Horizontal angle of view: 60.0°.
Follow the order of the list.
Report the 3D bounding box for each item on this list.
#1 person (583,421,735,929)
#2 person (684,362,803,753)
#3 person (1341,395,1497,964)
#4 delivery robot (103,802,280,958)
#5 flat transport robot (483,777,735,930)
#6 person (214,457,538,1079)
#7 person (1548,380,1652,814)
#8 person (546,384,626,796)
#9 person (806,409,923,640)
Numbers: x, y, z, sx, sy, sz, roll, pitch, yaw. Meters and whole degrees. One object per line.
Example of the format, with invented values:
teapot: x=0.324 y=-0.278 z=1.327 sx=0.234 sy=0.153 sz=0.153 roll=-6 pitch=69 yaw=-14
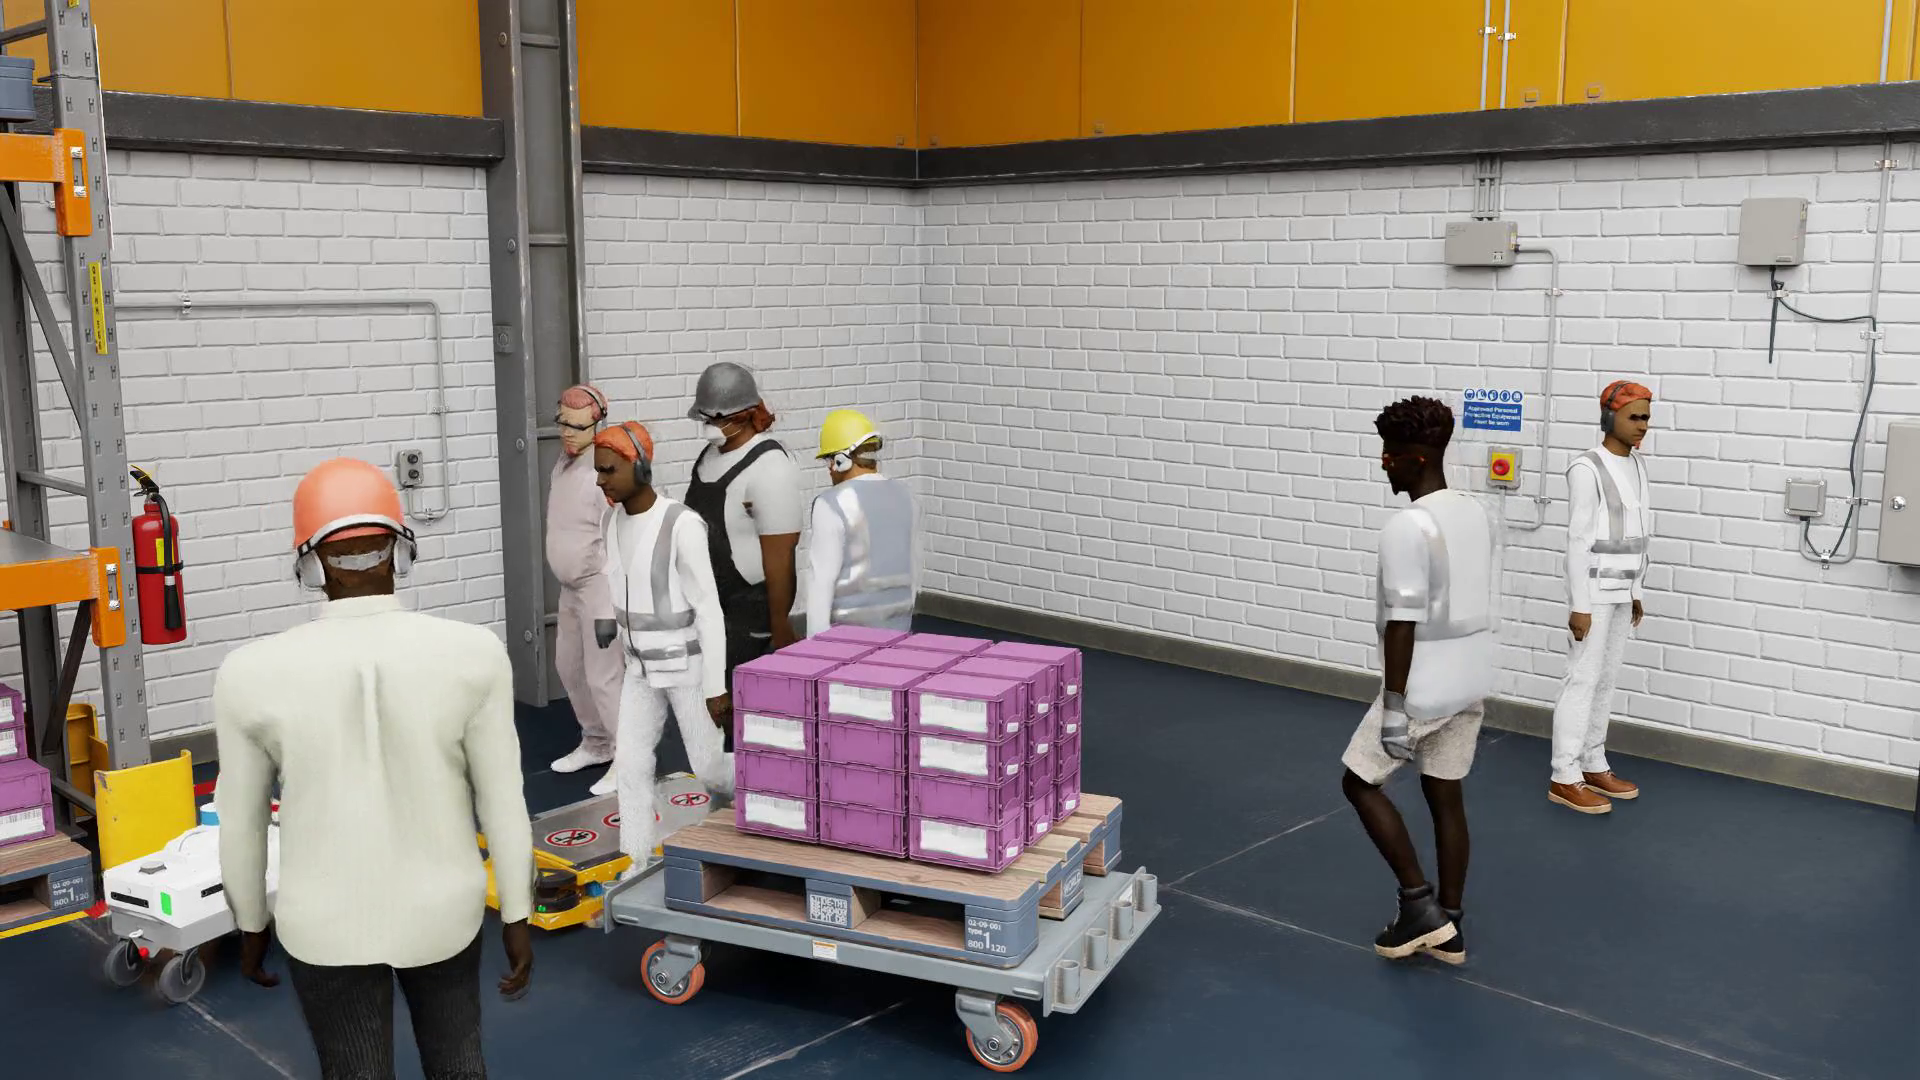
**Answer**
person: x=-0.988 y=0.455 z=6.173 sx=0.601 sy=1.844 sz=0.909 roll=9 pitch=13 yaw=42
person: x=-0.854 y=0.192 z=7.138 sx=0.873 sy=2.000 sz=0.703 roll=-4 pitch=10 yaw=-25
person: x=1.569 y=0.483 z=5.631 sx=0.631 sy=1.941 sz=0.436 roll=-8 pitch=12 yaw=-40
delivery robot: x=-2.502 y=1.131 z=5.633 sx=0.477 sy=0.478 sz=0.707 roll=5 pitch=10 yaw=27
flat transport robot: x=-1.231 y=1.168 z=6.561 sx=0.652 sy=0.197 sz=1.431 roll=8 pitch=12 yaw=40
person: x=-1.278 y=0.799 z=3.662 sx=0.628 sy=1.966 sz=0.678 roll=-4 pitch=10 yaw=-23
person: x=2.833 y=0.242 z=7.310 sx=0.582 sy=1.882 sz=0.338 roll=-9 pitch=13 yaw=-44
person: x=-1.621 y=0.231 z=7.432 sx=0.442 sy=1.868 sz=0.698 roll=-6 pitch=11 yaw=-32
person: x=-0.364 y=0.380 z=6.737 sx=0.615 sy=1.797 sz=0.633 roll=8 pitch=12 yaw=40
